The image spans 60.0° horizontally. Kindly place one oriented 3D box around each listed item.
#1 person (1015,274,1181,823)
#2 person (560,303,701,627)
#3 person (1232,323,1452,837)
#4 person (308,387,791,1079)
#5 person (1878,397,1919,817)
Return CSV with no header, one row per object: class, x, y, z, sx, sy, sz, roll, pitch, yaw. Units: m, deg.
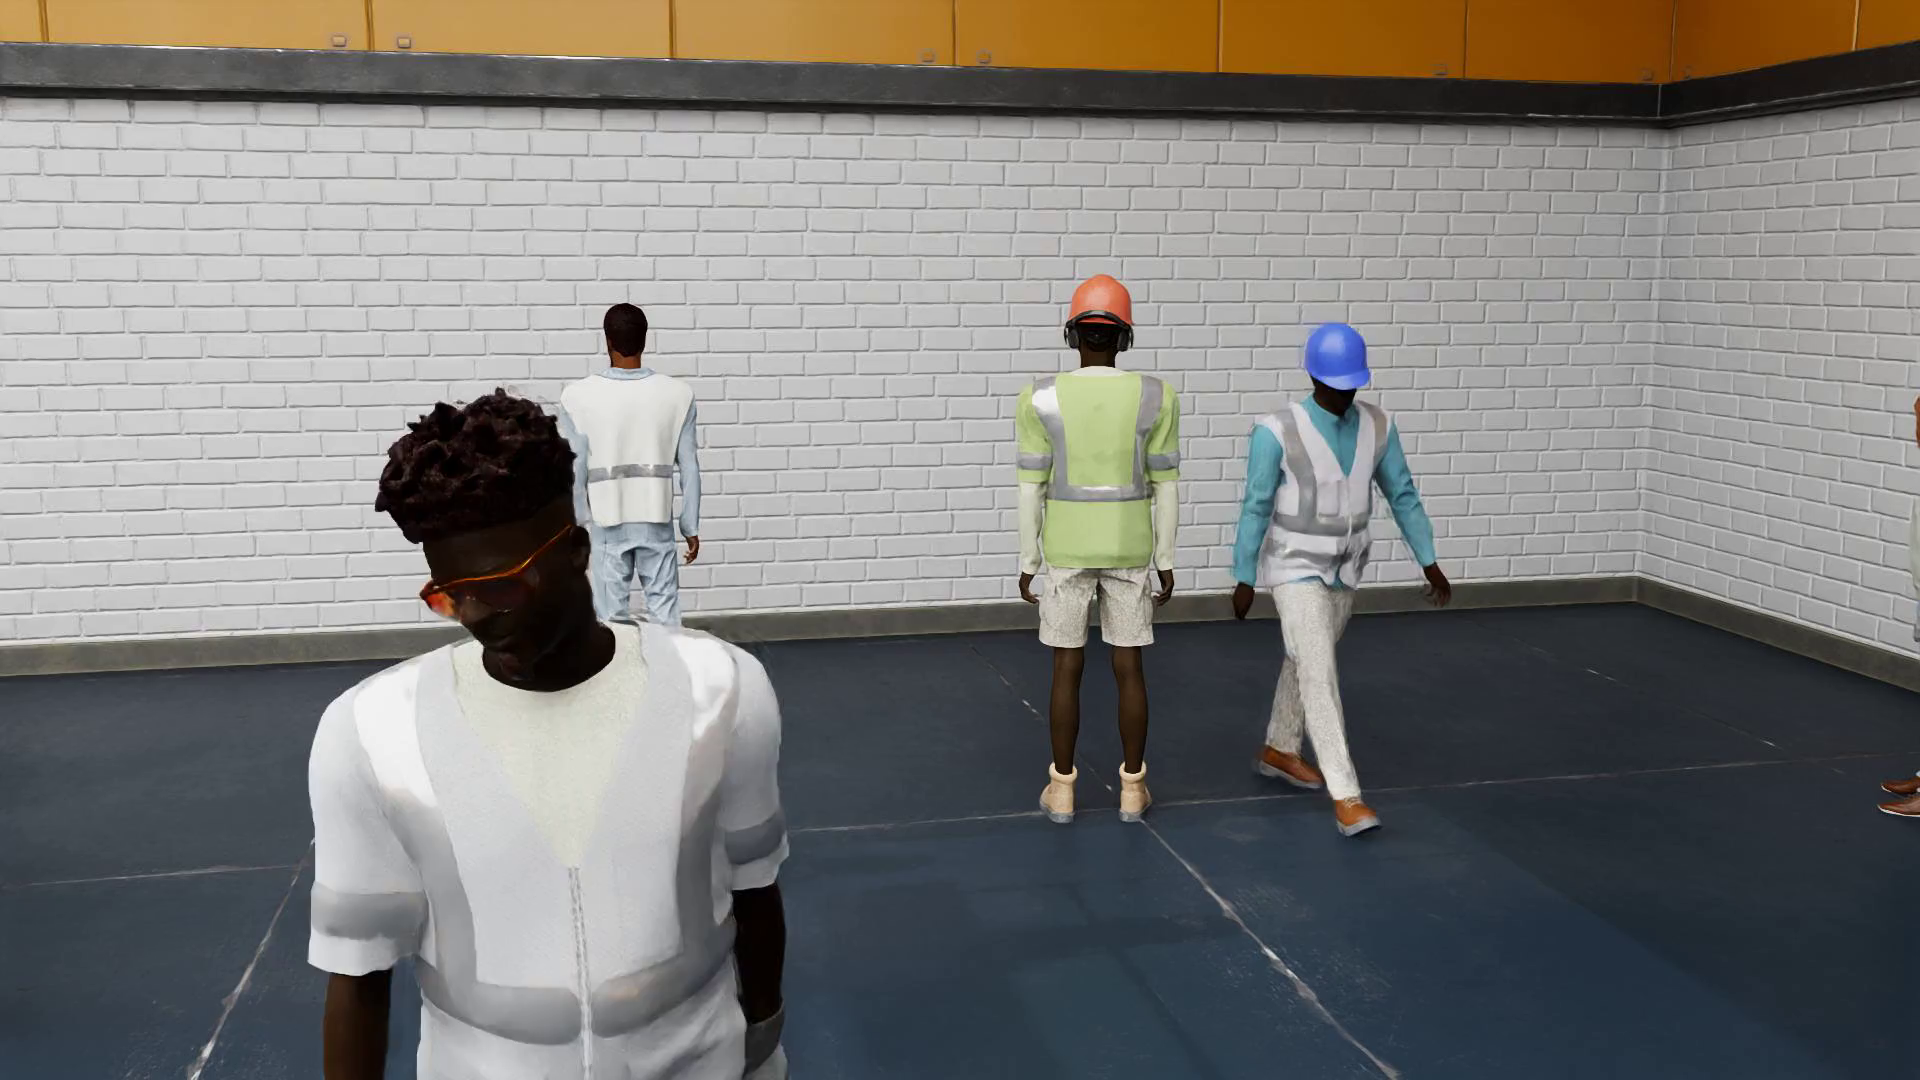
person,0.507,0.044,6.200,0.607,2.044,0.376,0,9,0
person,-1.424,-0.065,7.249,0.600,1.915,0.376,-3,10,-19
person,1.416,0.121,6.281,0.754,1.871,0.970,-5,11,-28
person,-0.529,0.748,2.261,0.621,1.922,0.554,-2,10,-14
person,3.694,0.235,6.282,0.279,1.633,0.498,6,11,33
